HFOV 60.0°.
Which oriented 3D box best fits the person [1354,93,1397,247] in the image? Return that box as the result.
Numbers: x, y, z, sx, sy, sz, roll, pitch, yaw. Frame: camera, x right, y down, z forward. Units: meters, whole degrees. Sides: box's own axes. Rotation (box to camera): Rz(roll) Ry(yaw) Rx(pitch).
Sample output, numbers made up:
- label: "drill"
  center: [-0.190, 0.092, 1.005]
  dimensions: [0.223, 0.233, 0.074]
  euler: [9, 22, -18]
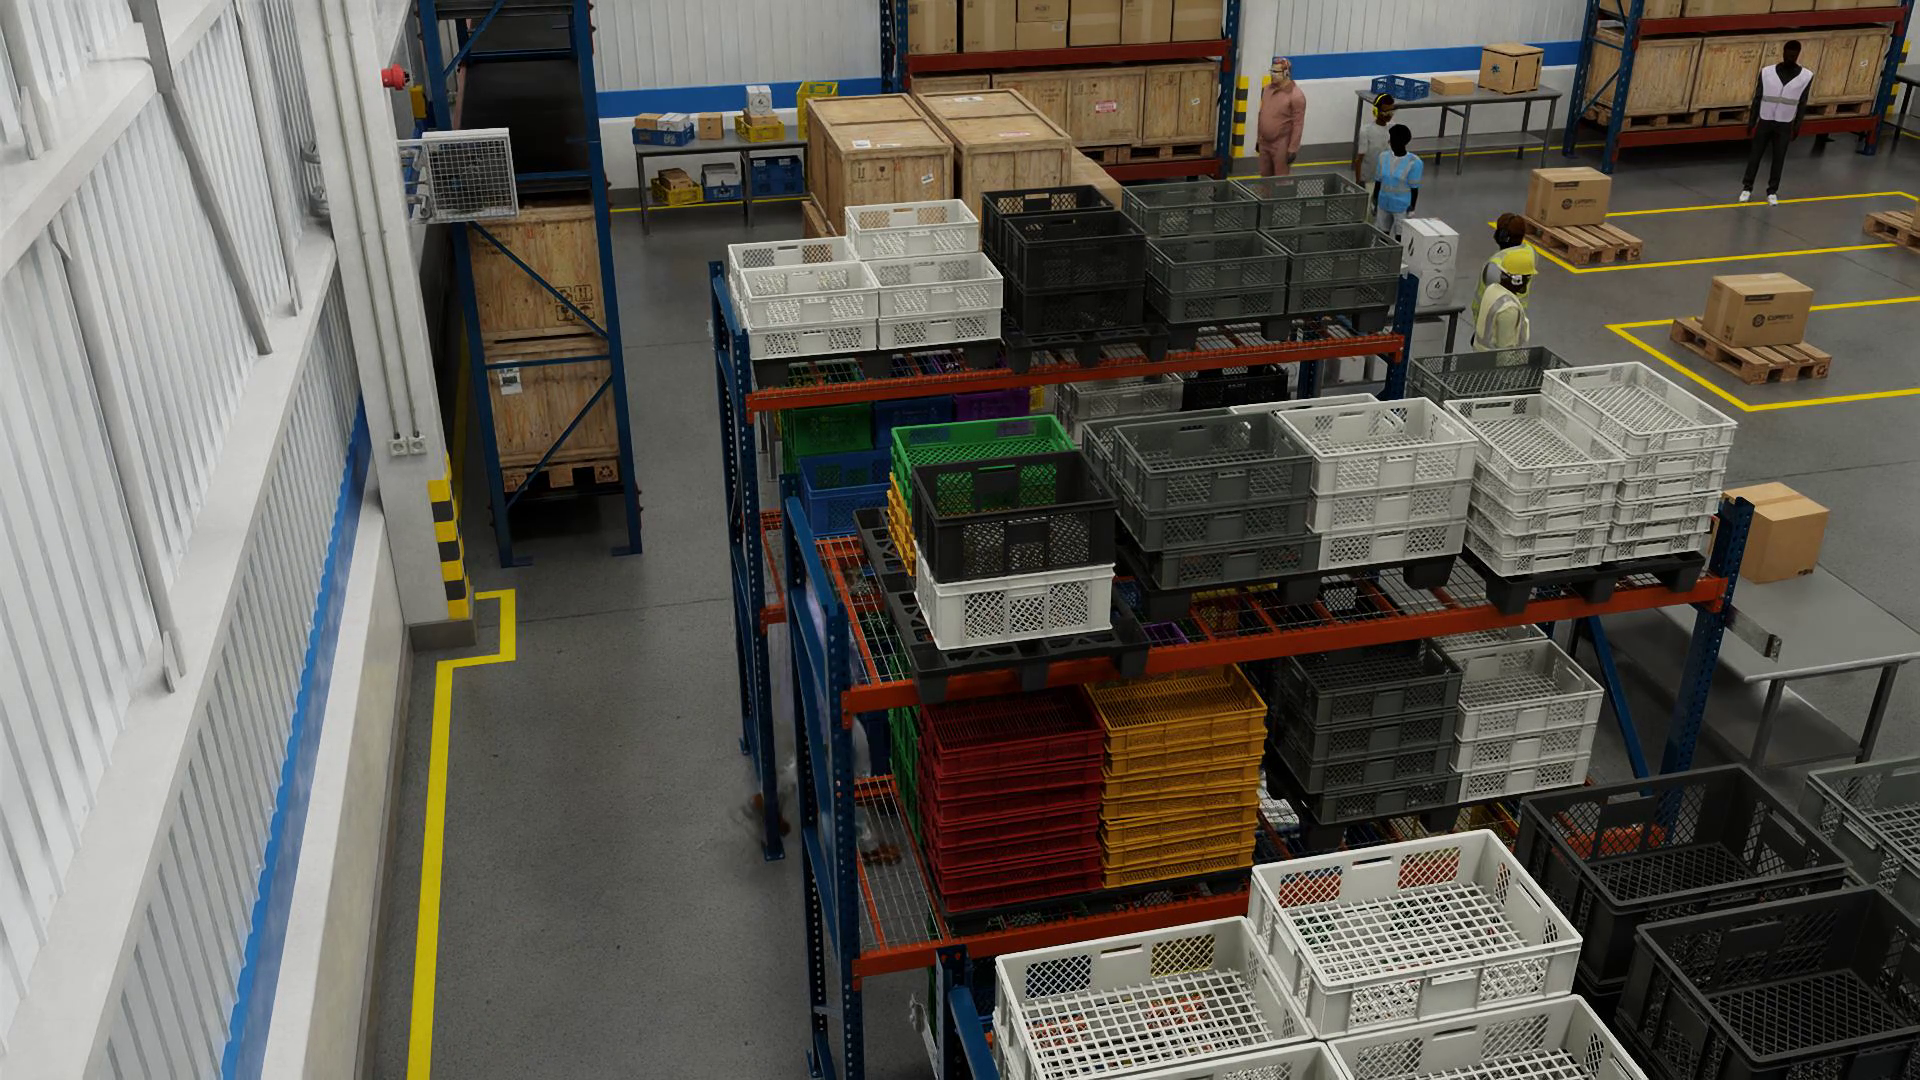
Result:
- label: "person"
  center: [4.347, -3.765, 17.486]
  dimensions: [0.514, 1.853, 0.361]
  euler: [-15, 31, -27]

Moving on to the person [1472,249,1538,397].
- label: "person"
  center: [4.203, -1.384, 12.995]
  dimensions: [0.403, 1.824, 0.597]
  euler: [3, 28, 5]

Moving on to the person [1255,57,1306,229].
- label: "person"
  center: [3.556, -4.474, 18.765]
  dimensions: [0.402, 1.906, 0.652]
  euler: [-16, 32, -28]

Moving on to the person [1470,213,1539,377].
- label: "person"
  center: [4.435, -1.801, 13.761]
  dimensions: [0.619, 1.845, 0.430]
  euler: [-25, 36, -38]

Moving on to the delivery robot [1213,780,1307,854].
- label: "delivery robot"
  center: [1.668, 1.457, 8.854]
  dimensions: [0.707, 0.478, 0.477]
  euler: [1, 28, 2]

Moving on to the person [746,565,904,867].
- label: "person"
  center: [-0.718, 0.858, 8.646]
  dimensions: [0.781, 1.911, 0.642]
  euler: [-2, 28, -3]

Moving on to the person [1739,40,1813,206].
- label: "person"
  center: [9.624, -4.933, 19.633]
  dimensions: [0.588, 1.910, 0.374]
  euler: [12, 30, 22]

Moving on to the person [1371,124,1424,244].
- label: "person"
  center: [4.429, -3.400, 16.957]
  dimensions: [0.319, 1.686, 0.543]
  euler: [-23, 35, -36]
